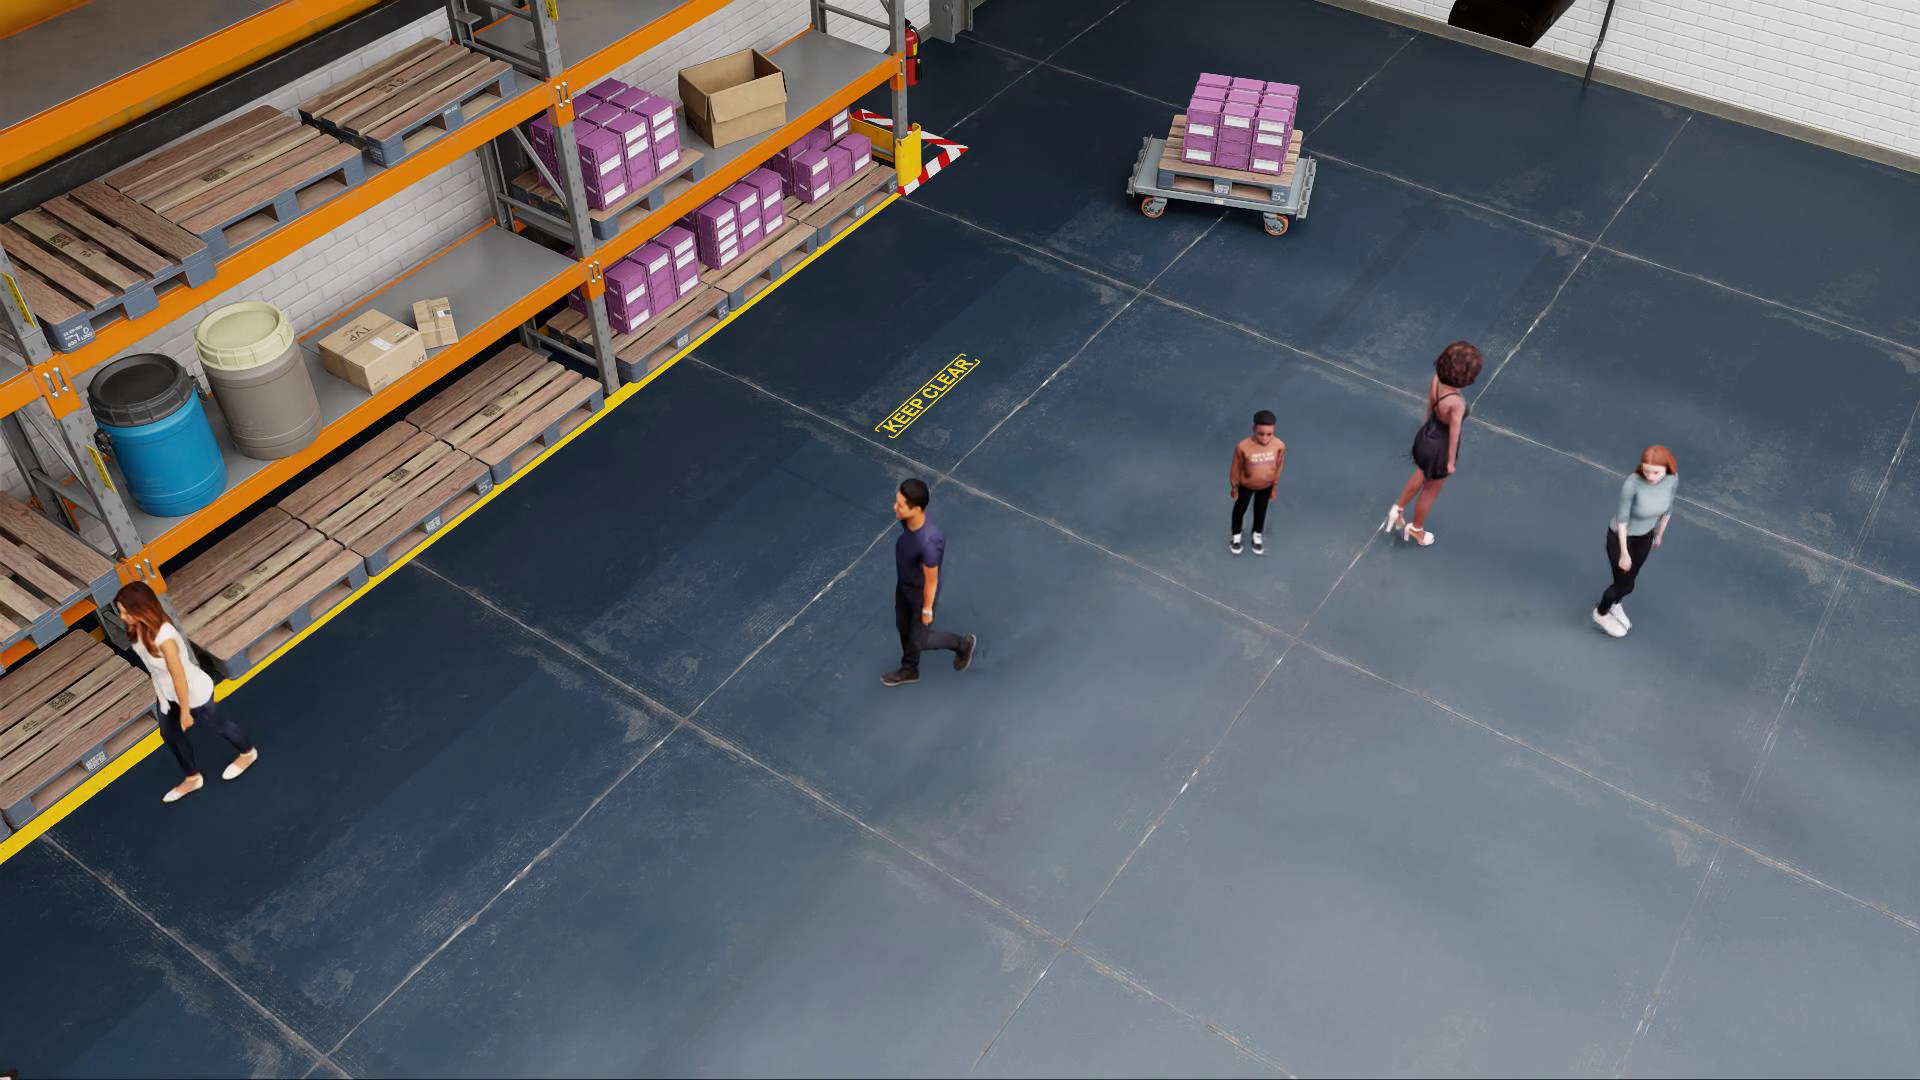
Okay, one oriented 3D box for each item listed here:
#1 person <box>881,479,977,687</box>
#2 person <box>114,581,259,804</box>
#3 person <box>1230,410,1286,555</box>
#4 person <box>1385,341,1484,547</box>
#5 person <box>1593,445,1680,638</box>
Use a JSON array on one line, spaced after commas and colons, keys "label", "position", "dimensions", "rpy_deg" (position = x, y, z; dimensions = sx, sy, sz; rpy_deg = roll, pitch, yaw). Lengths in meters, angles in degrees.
[{"label": "person", "position": [-0.188, 0.297, 10.727], "dimensions": [1.015, 1.778, 0.896], "rpy_deg": [-18, 46, -18]}, {"label": "person", "position": [-4.659, 0.848, 10.160], "dimensions": [0.635, 1.764, 0.828], "rpy_deg": [28, 50, 26]}, {"label": "person", "position": [2.113, -0.431, 11.873], "dimensions": [0.585, 1.252, 0.624], "rpy_deg": [-2, 44, -2]}, {"label": "person", "position": [3.336, -0.632, 11.700], "dimensions": [0.767, 1.782, 0.707], "rpy_deg": [-8, 44, -9]}, {"label": "person", "position": [4.426, -0.014, 11.106], "dimensions": [0.711, 1.707, 0.793], "rpy_deg": [-21, 47, -21]}]
